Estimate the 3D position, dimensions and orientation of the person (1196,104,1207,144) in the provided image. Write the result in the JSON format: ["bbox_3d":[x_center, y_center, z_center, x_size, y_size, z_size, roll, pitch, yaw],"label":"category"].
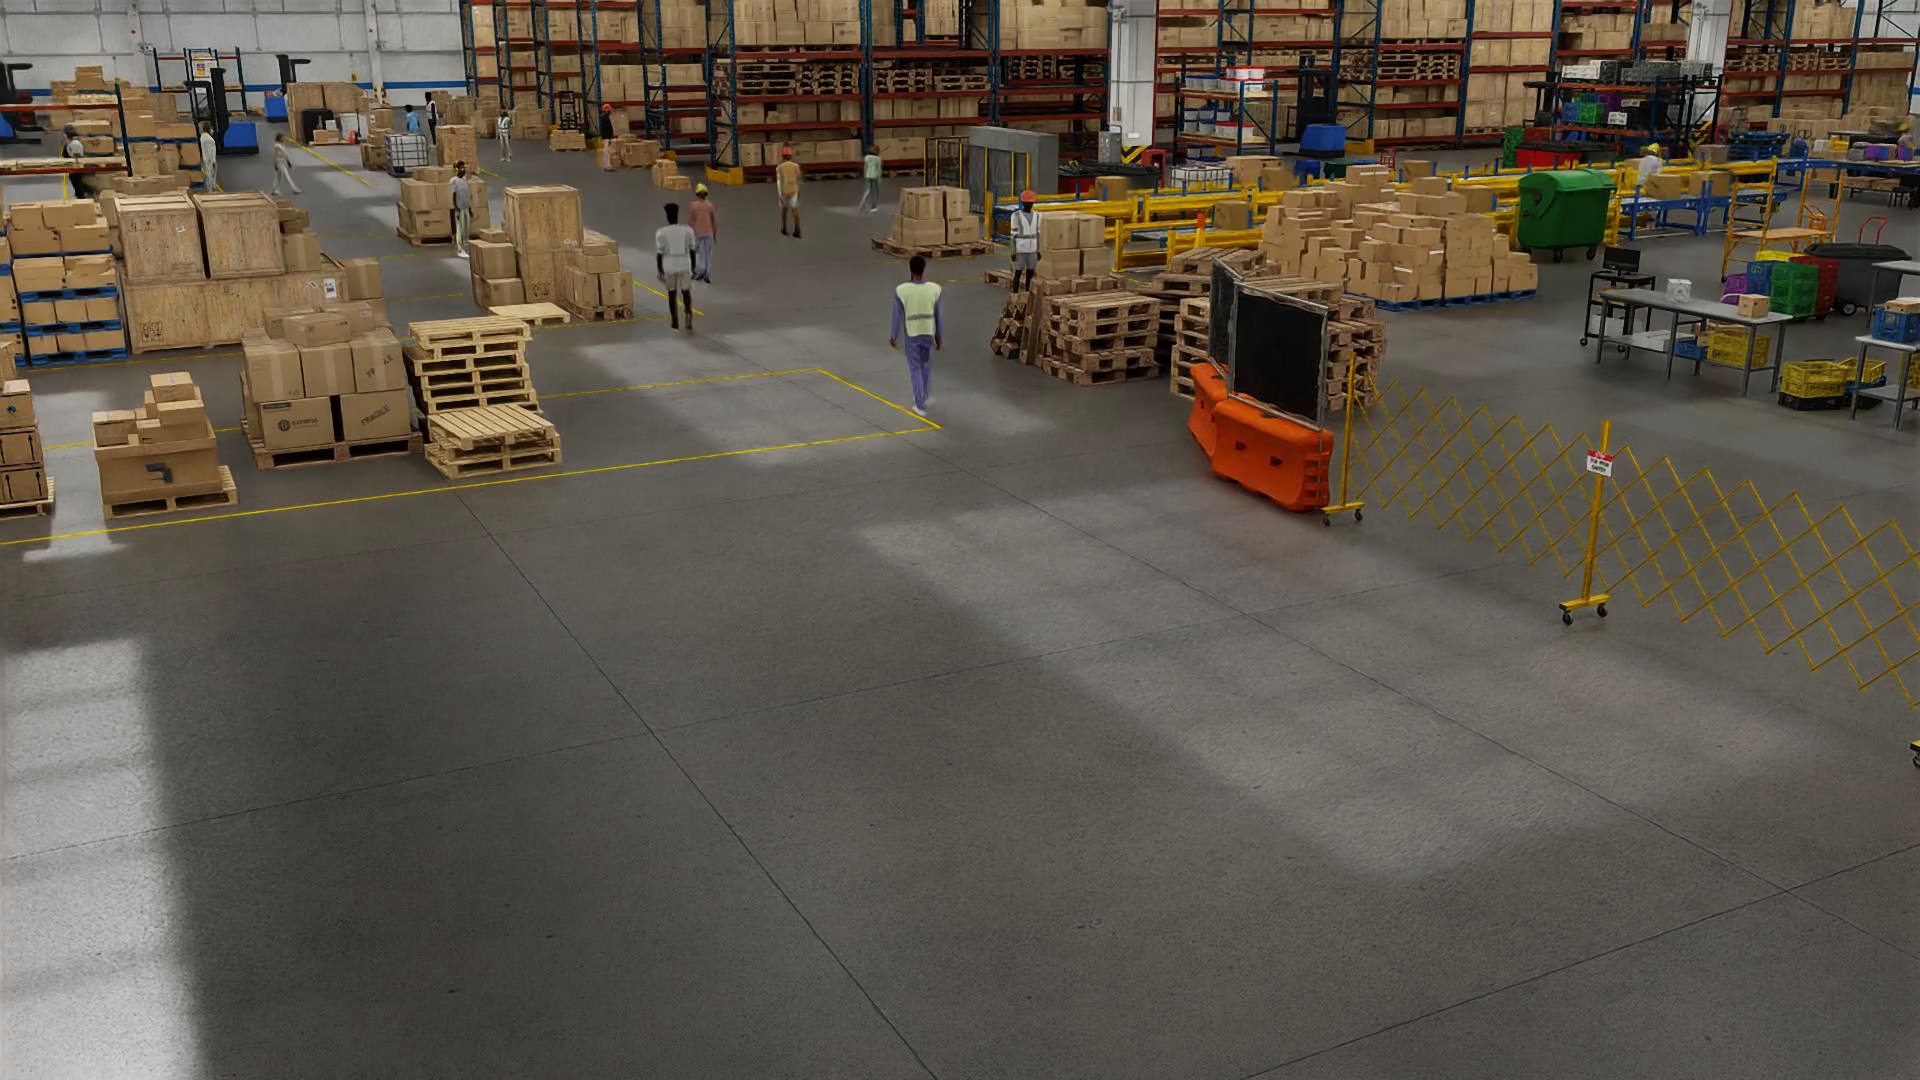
[{"bbox_3d":[8.286,-13.953,56.386,0.570,1.599,0.606,-10,20,-28],"label":"person"}]

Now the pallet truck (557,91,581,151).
[{"bbox_3d":[-13.495,-14.412,57.188,0.823,1.965,1.885,-3,18,-9],"label":"pallet truck"}]

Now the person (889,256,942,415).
[{"bbox_3d":[-0.566,-2.517,20.290,0.595,1.889,0.851,-8,19,-23],"label":"person"}]

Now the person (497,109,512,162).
[{"bbox_3d":[-14.538,-12.918,53.111,0.548,1.638,0.312,9,20,26],"label":"person"}]

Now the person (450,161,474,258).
[{"bbox_3d":[-9.794,-6.523,32.793,0.328,1.877,0.513,6,19,18],"label":"person"}]

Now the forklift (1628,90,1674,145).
[{"bbox_3d":[24.711,-15.282,58.477,1.873,2.768,1.129,2,18,7],"label":"forklift"}]

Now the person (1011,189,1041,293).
[{"bbox_3d":[1.092,-4.737,27.123,0.547,1.938,0.379,-9,20,-25],"label":"person"}]

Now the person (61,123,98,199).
[{"bbox_3d":[-21.828,-9.259,41.052,0.606,2.000,0.698,-8,19,-23],"label":"person"}]

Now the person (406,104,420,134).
[{"bbox_3d":[-18.197,-13.641,55.317,0.481,1.686,0.555,6,19,19],"label":"person"}]

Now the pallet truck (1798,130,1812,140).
[{"bbox_3d":[25.526,-11.556,49.408,1.630,1.274,0.653,-9,20,-26],"label":"pallet truck"}]

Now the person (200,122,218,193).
[{"bbox_3d":[-19.217,-9.720,42.659,0.373,1.937,0.630,-12,22,-34],"label":"person"}]

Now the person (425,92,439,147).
[{"bbox_3d":[-18.580,-14.805,58.559,0.390,1.912,0.589,-12,21,-32],"label":"person"}]

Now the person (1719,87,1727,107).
[{"bbox_3d":[27.928,-15.777,61.505,0.962,1.951,0.647,-8,19,-23],"label":"person"}]

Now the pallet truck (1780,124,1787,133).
[{"bbox_3d":[25.206,-12.542,52.601,1.601,1.201,0.680,0,18,-2],"label":"pallet truck"}]

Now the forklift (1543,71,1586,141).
[{"bbox_3d":[18.685,-13.231,52.085,1.873,2.768,1.129,-9,20,-26],"label":"forklift"}]

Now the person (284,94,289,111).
[{"bbox_3d":[-25.496,-16.433,63.585,0.379,1.937,0.547,13,22,35],"label":"person"}]

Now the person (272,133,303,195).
[{"bbox_3d":[-17.721,-9.834,43.568,0.869,1.586,0.535,-1,18,-2],"label":"person"}]

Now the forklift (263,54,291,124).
[{"bbox_3d":[-28.533,-19.116,70.431,1.873,2.768,1.129,-9,20,-26],"label":"forklift"}]

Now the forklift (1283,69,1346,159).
[{"bbox_3d":[11.615,-13.871,54.079,1.129,2.768,1.873,-9,20,-27],"label":"forklift"}]

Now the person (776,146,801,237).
[{"bbox_3d":[-3.658,-7.473,35.722,0.545,1.907,0.909,-5,19,-16],"label":"person"}]

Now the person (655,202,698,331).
[{"bbox_3d":[-4.286,-4.126,25.191,0.637,1.952,0.498,-5,19,-16],"label":"person"}]

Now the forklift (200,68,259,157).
[{"bbox_3d":[-24.369,-14.147,54.940,1.873,2.768,1.129,-9,20,-26],"label":"forklift"}]

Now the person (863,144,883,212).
[{"bbox_3d":[-2.100,-8.709,40.040,0.510,1.611,0.422,9,20,25],"label":"person"}]

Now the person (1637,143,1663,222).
[{"bbox_3d":[15.691,-8.134,37.928,0.756,1.807,0.591,-8,19,-23],"label":"person"}]

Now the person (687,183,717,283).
[{"bbox_3d":[-4.618,-5.498,29.782,0.556,1.747,0.485,-7,19,-20],"label":"person"}]

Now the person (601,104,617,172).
[{"bbox_3d":[-10.519,-12.007,49.692,0.381,1.996,0.608,-7,19,-21],"label":"person"}]

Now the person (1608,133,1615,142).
[{"bbox_3d":[23.056,-14.811,58.861,0.812,1.731,0.550,-10,20,-27],"label":"person"}]

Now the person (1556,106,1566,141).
[{"bbox_3d":[17.863,-11.965,49.680,0.404,1.922,0.578,9,20,26],"label":"person"}]

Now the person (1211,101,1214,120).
[{"bbox_3d":[8.543,-14.098,56.713,0.538,1.681,0.485,-2,18,-6],"label":"person"}]

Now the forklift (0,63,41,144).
[{"bbox_3d":[-34.035,-15.536,59.268,1.873,2.768,1.129,-9,20,-26],"label":"forklift"}]

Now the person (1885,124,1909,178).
[{"bbox_3d":[25.442,-10.394,45.110,0.545,1.720,0.902,-15,23,-39],"label":"person"}]
